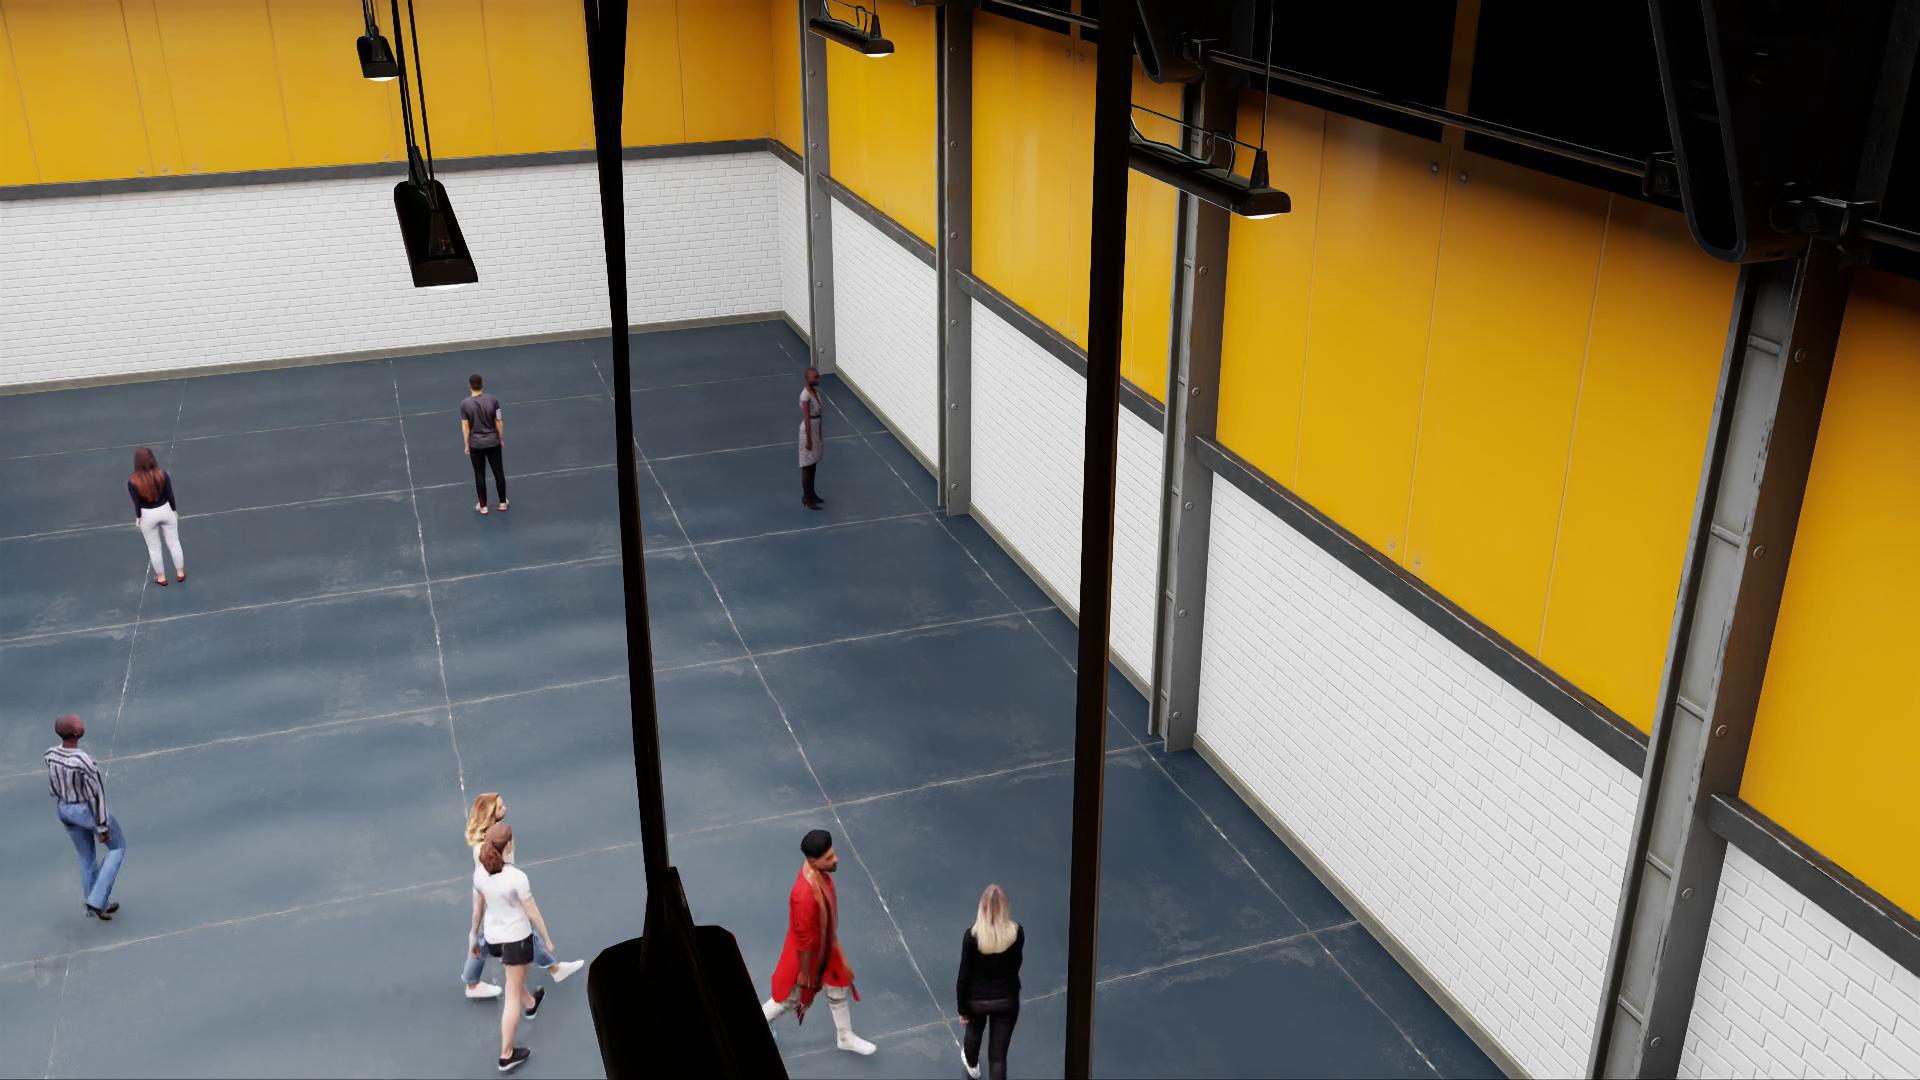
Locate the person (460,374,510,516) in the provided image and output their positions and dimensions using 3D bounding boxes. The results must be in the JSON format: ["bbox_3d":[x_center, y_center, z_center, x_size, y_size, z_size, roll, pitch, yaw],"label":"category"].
[{"bbox_3d":[-5.815,-1.180,20.328,0.644,1.764,0.551,-10,25,-21],"label":"person"}]

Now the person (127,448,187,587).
[{"bbox_3d":[-8.907,-0.268,18.432,0.654,1.611,0.628,-16,28,-32],"label":"person"}]

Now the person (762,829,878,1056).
[{"bbox_3d":[-1.121,2.748,11.262,1.204,1.828,1.260,3,24,6],"label":"person"}]

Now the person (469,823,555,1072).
[{"bbox_3d":[-3.121,2.795,11.305,1.054,1.708,1.173,8,25,17],"label":"person"}]

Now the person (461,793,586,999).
[{"bbox_3d":[-3.383,2.577,11.835,0.904,1.682,1.109,-2,24,-5],"label":"person"}]

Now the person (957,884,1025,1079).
[{"bbox_3d":[0.223,3.061,10.762,0.757,1.655,1.007,-3,24,-7],"label":"person"}]

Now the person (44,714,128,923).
[{"bbox_3d":[-6.709,2.175,12.626,0.796,1.787,0.845,6,24,13],"label":"person"}]

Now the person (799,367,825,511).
[{"bbox_3d":[-1.829,-1.267,20.500,0.754,1.787,0.649,5,24,11],"label":"person"}]
